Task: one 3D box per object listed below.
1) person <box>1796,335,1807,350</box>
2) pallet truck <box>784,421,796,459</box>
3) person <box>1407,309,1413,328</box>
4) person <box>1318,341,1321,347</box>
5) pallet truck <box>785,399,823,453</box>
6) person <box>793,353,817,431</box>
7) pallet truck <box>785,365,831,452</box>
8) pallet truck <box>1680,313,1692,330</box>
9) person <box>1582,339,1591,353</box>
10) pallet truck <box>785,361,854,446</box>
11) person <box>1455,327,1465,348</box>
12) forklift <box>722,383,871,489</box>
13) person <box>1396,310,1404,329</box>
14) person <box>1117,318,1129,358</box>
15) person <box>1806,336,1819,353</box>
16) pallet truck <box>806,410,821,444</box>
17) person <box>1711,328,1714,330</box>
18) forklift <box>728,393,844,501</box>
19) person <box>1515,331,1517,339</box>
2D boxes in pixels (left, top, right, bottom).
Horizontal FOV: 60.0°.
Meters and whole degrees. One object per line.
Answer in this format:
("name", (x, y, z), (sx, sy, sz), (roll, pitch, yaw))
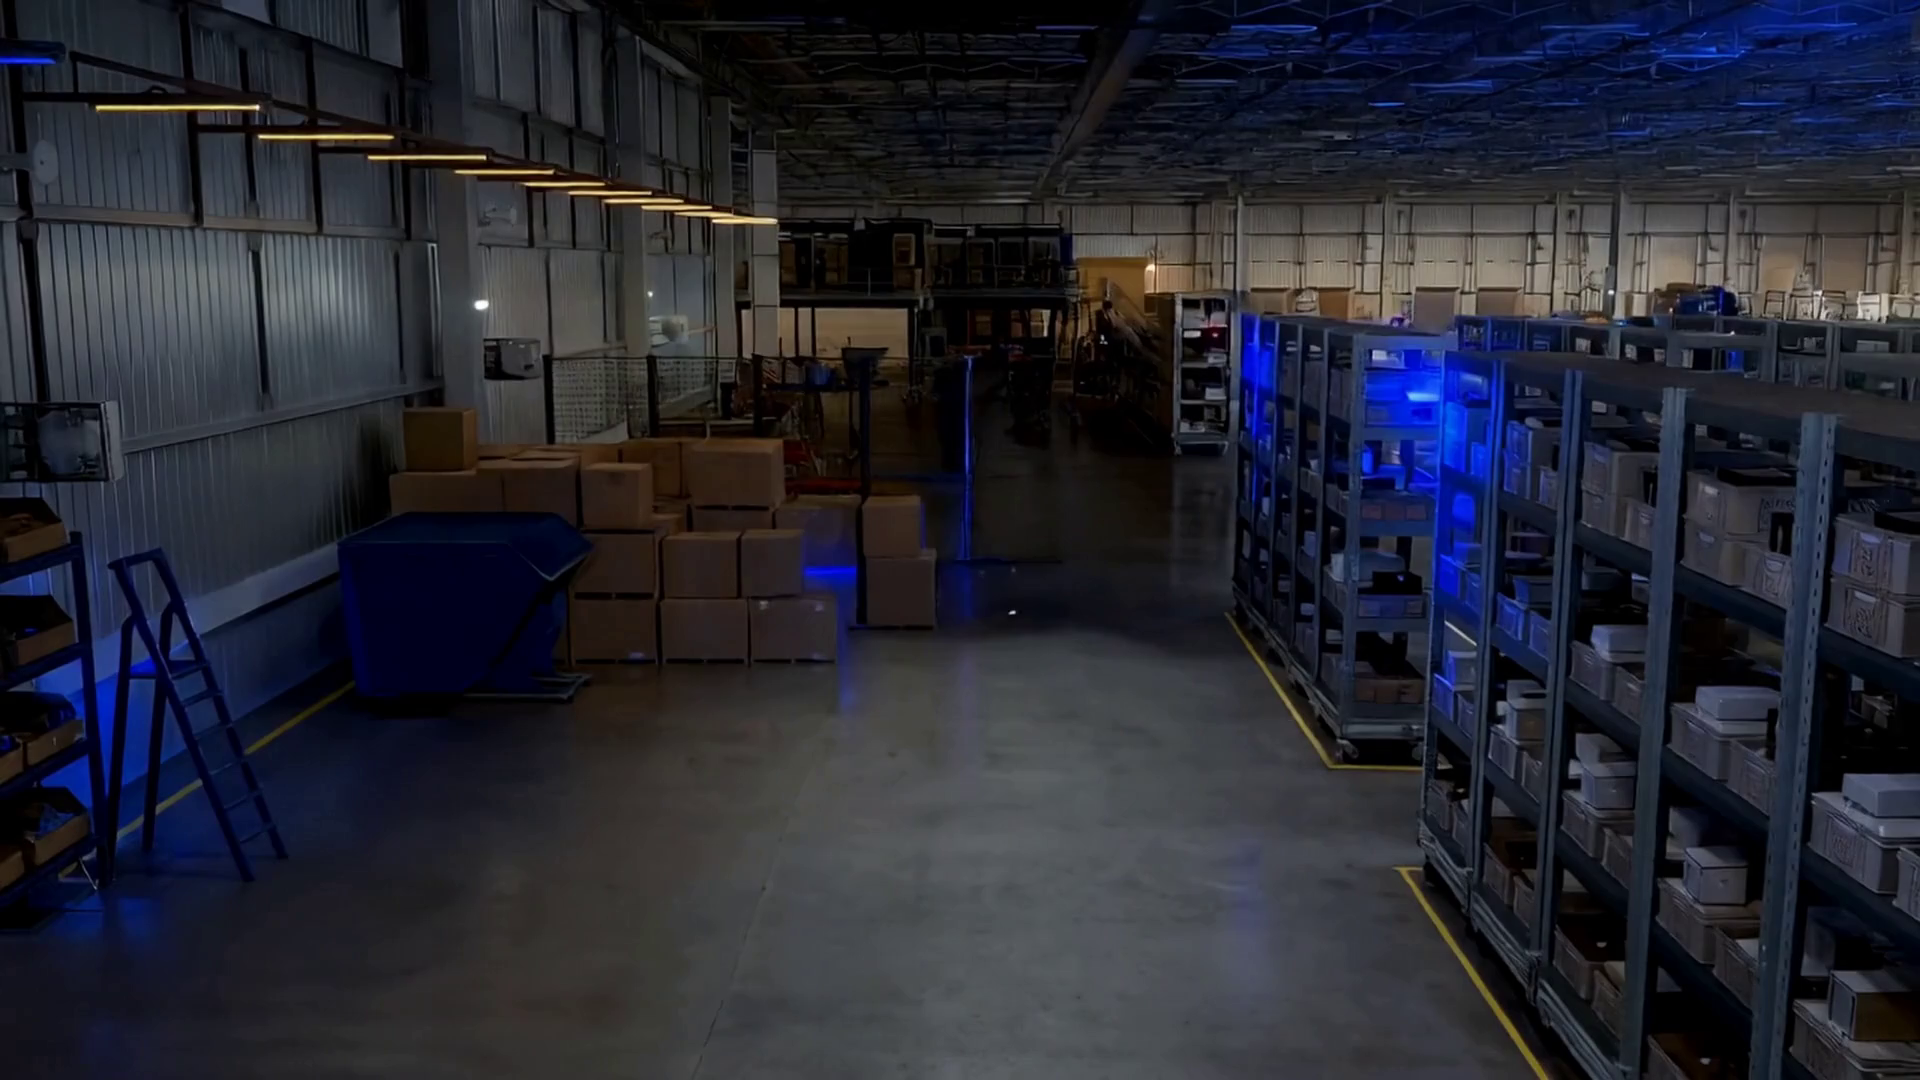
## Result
("person", (30.741, -6.680, 60.912), (0.329, 1.862, 0.518), (-2, 9, -10))
("pallet truck", (-4.013, -1.793, 32.705), (1.601, 1.201, 0.680), (0, 9, 1))
("person", (25.589, -12.173, 94.627), (0.398, 1.919, 0.587), (5, 11, 30))
("person", (14.275, -7.384, 65.063), (0.540, 1.930, 0.384), (-1, 9, -4))
("pallet truck", (-3.814, -2.432, 36.419), (1.630, 1.274, 0.653), (0, 9, 1))
("person", (-3.941, -3.792, 42.660), (0.821, 2.009, 0.613), (8, 12, 40))
("pallet truck", (-3.774, -2.976, 37.635), (1.885, 1.965, 0.823), (1, 9, 5))
("pallet truck", (36.315, -10.531, 84.244), (0.823, 1.965, 1.885), (-6, 11, -33))
("person", (22.408, -6.521, 59.757), (1.018, 1.906, 0.623), (1, 9, 5))
("pallet truck", (-3.410, -3.193, 38.978), (1.885, 1.965, 0.823), (0, 9, -1))
("person", (23.480, -9.462, 78.002), (1.052, 1.885, 0.645), (0, 9, -1))
("forklift", (-2.893, -1.687, 28.729), (2.680, 1.987, 1.157), (0, 9, -1))
("person", (24.405, -11.804, 92.435), (1.018, 1.902, 0.600), (6, 11, 32))
("person", (7.658, -9.469, 78.049), (0.587, 1.878, 0.341), (3, 10, 19))
("person", (31.327, -6.780, 61.427), (0.639, 1.894, 0.604), (4, 10, 22))
("pallet truck", (-3.559, -2.018, 33.905), (1.522, 1.261, 0.704), (0, 9, -1))
("person", (31.912, -8.230, 70.447), (0.997, 1.864, 0.610), (3, 10, 18))
("forklift", (-2.979, -1.316, 26.476), (2.680, 1.987, 1.157), (0, 9, 1))
("person", (27.446, -9.997, 81.488), (0.632, 1.829, 0.433), (-7, 12, -37))
